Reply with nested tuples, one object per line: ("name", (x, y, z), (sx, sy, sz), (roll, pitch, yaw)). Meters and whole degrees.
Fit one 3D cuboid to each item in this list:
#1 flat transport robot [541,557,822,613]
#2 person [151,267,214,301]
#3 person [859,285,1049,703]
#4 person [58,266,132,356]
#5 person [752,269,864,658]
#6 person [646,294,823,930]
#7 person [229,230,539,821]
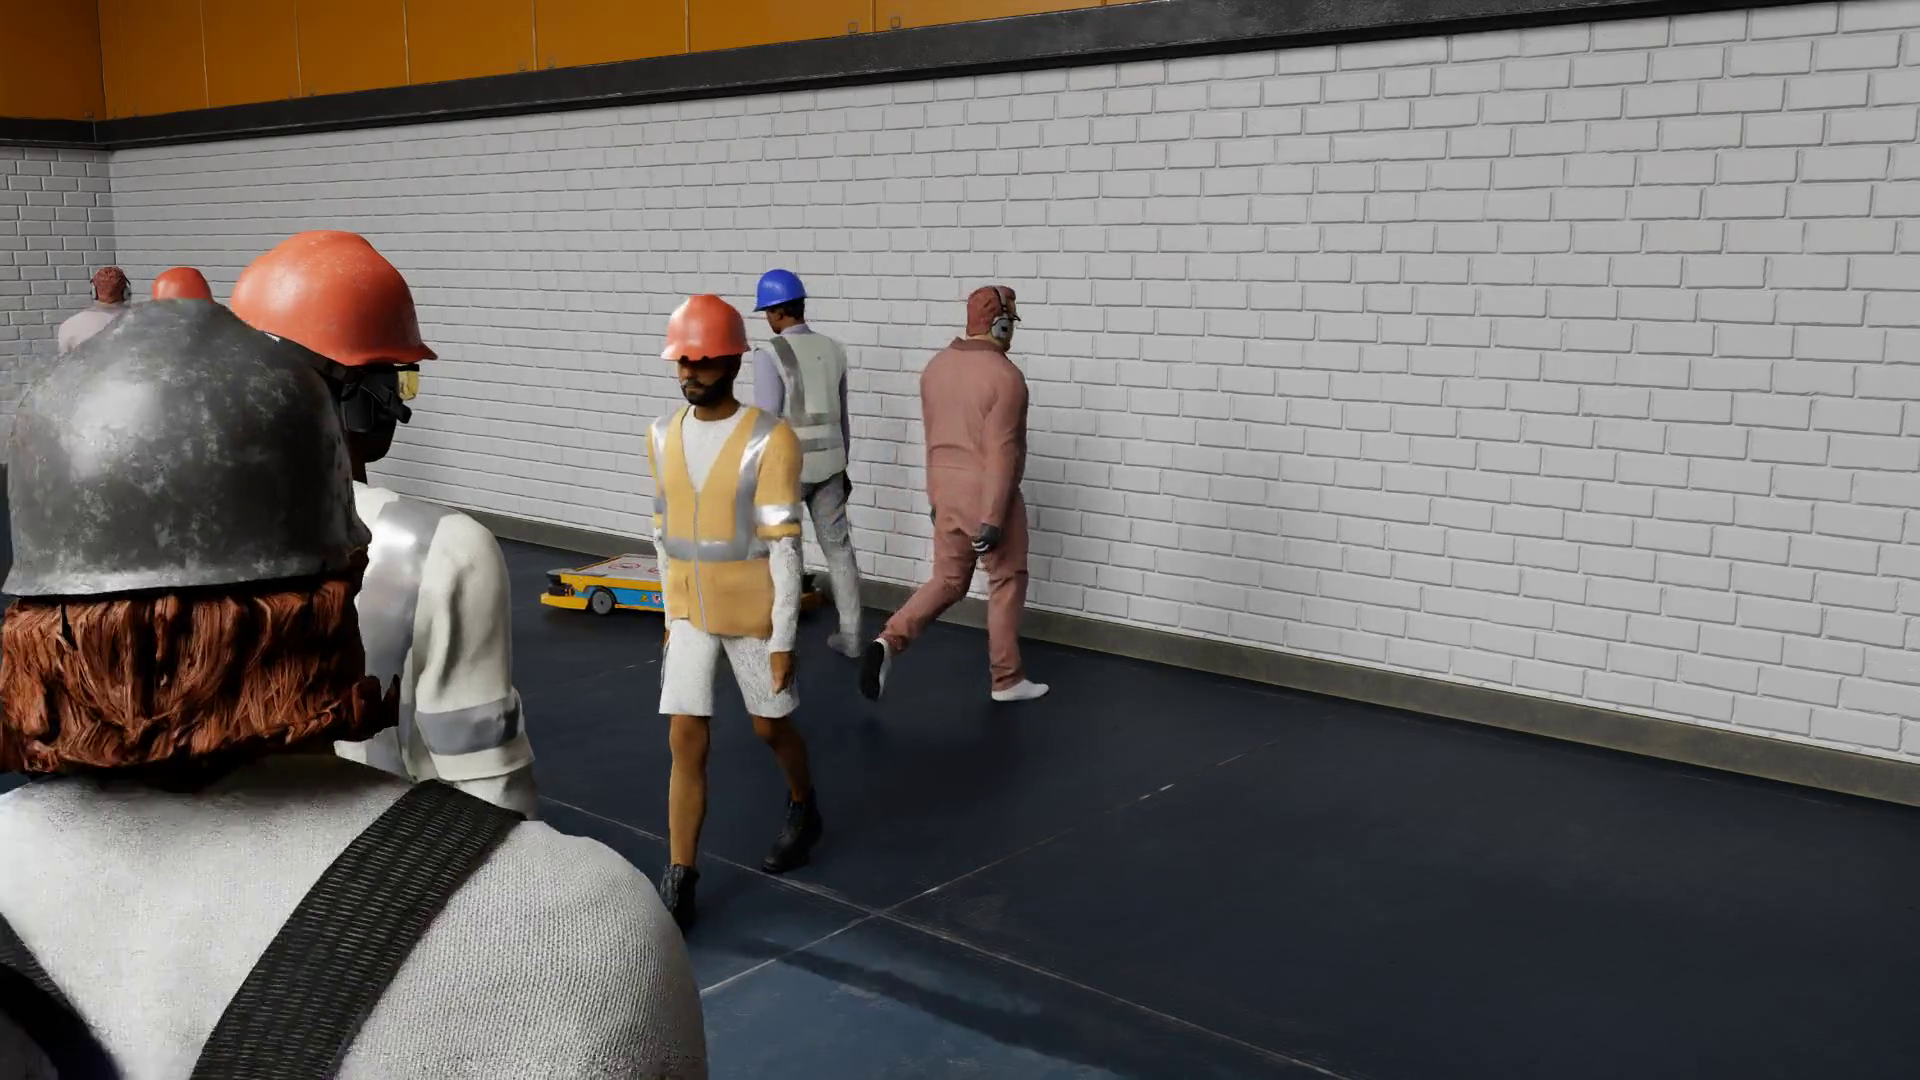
("flat transport robot", (-1.559, 0.264, 9.311), (1.431, 0.197, 0.652), (4, 11, 21))
("person", (-3.547, -0.281, 7.682), (0.552, 1.933, 0.364), (7, 12, 35))
("person", (0.022, -0.169, 7.219), (0.810, 1.871, 0.641), (-9, 13, -40))
("person", (-5.383, -0.794, 10.680), (0.652, 1.906, 0.409), (-5, 11, -27))
("person", (-0.795, -0.353, 8.163), (0.676, 1.906, 0.711), (7, 12, 36))
("person", (-0.684, 0.204, 5.085), (0.561, 1.904, 0.969), (4, 11, 22))
("person", (-0.889, 0.580, 2.468), (0.605, 2.045, 0.377), (2, 10, 12))
